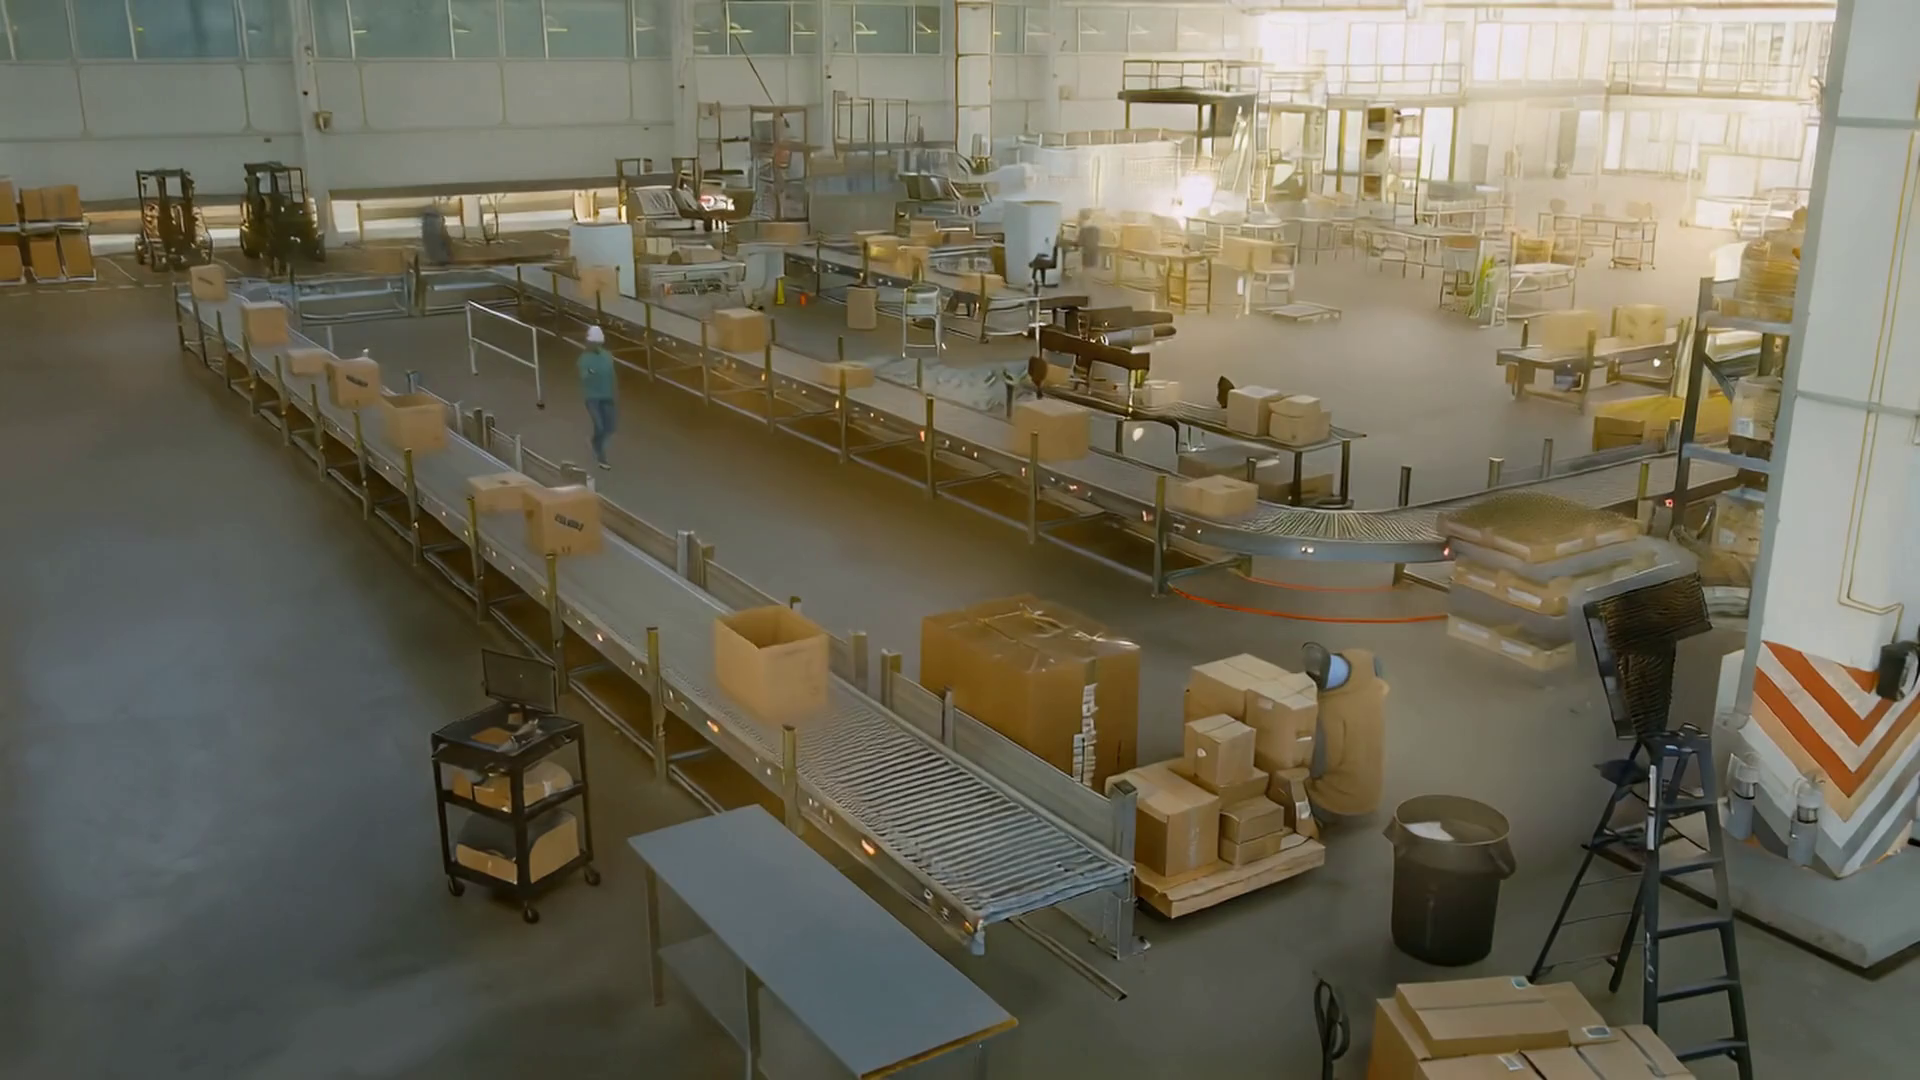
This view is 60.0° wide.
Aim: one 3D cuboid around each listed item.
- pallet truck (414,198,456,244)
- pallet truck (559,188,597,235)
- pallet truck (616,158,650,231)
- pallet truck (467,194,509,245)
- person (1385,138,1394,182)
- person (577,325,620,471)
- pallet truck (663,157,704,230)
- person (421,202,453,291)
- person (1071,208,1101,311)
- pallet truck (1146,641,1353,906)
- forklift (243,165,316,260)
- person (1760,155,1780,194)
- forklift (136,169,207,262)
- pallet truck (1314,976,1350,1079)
[{"bbox_3d":[-13.250,-8.060,41.856,0.680,1.201,1.601,-10,20,-31],"label":"pallet truck"},{"bbox_3d":[-10.010,-8.652,43.699,0.653,1.274,1.630,-10,20,-31],"label":"pallet truck"},{"bbox_3d":[-8.918,-9.176,44.255,0.823,1.965,1.885,-9,19,-27],"label":"pallet truck"},{"bbox_3d":[-11.983,-8.177,42.137,0.704,1.261,1.522,-11,20,-33],"label":"pallet truck"},{"bbox_3d":[14.480,-12.708,56.278,0.504,1.840,0.345,-14,22,-39],"label":"person"},{"bbox_3d":[-4.333,-1.711,19.838,0.478,1.747,0.533,14,22,39],"label":"person"},{"bbox_3d":[-7.586,-9.308,44.692,0.823,1.965,1.885,-11,20,-33],"label":"pallet truck"},{"bbox_3d":[-10.406,-5.760,33.077,0.461,1.888,0.664,-14,22,-39],"label":"person"},{"bbox_3d":[2.318,-5.084,30.594,0.544,2.018,0.628,14,22,39],"label":"person"},{"bbox_3d":[1.664,1.407,10.232,1.630,1.274,0.653,-10,20,-31],"label":"pallet truck"},{"bbox_3d":[-15.898,-7.669,38.708,1.157,1.987,2.680,-11,20,-33],"label":"forklift"},{"bbox_3d":[23.764,-10.462,48.975,0.548,1.724,0.852,-9,19,-28],"label":"person"},{"bbox_3d":[-17.842,-7.318,37.559,1.157,1.987,2.680,-10,20,-31],"label":"forklift"},{"bbox_3d":[2.299,2.390,7.086,1.601,1.201,0.680,-2,17,-7],"label":"pallet truck"}]
